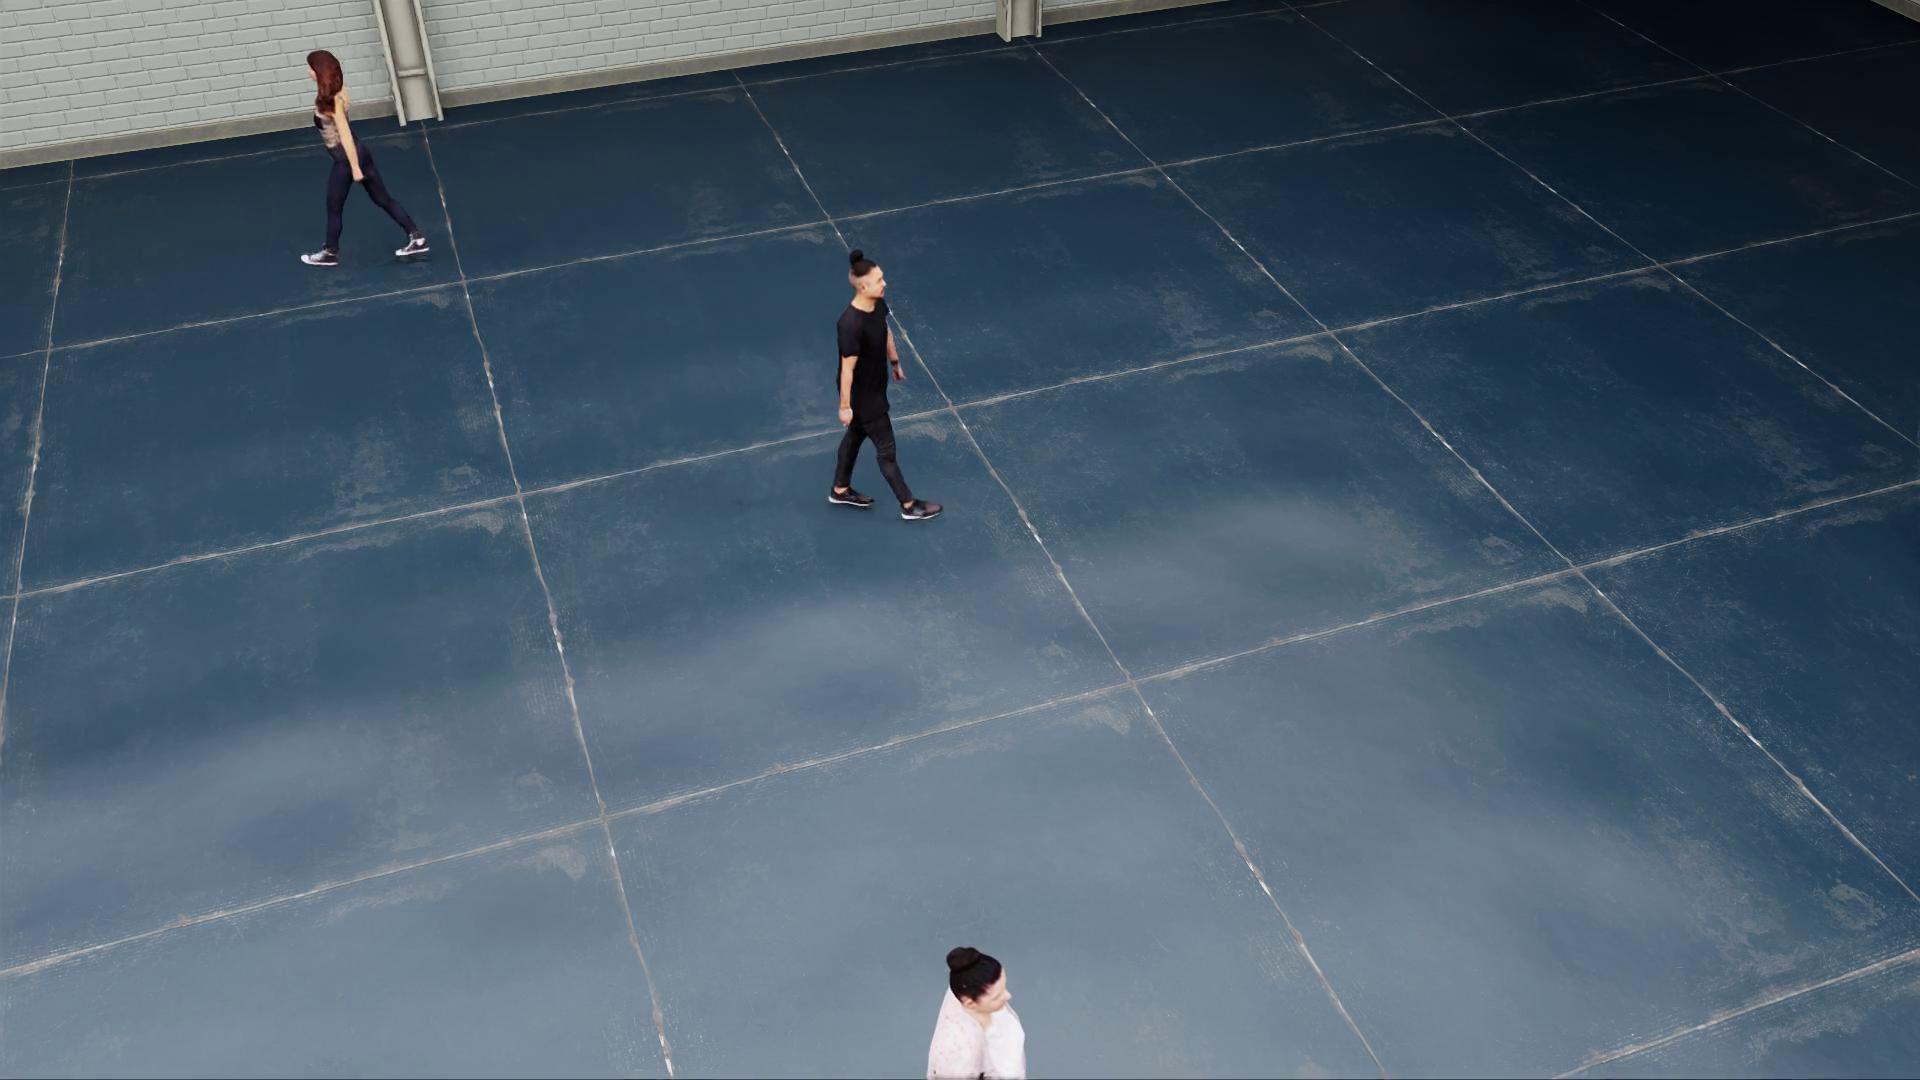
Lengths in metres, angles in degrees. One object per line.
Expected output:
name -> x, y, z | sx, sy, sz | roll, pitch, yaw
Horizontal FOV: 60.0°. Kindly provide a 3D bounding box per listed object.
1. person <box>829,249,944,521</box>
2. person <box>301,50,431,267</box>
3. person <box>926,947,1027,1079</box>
person -> -0.664, -0.944, 10.177 | 1.160, 1.837, 1.035 | 8, 39, 10
person -> -4.575, -2.896, 12.771 | 1.230, 1.715, 0.734 | -8, 39, -10
person -> 0.036, 2.132, 6.322 | 0.819, 1.742, 0.801 | 8, 39, 10
